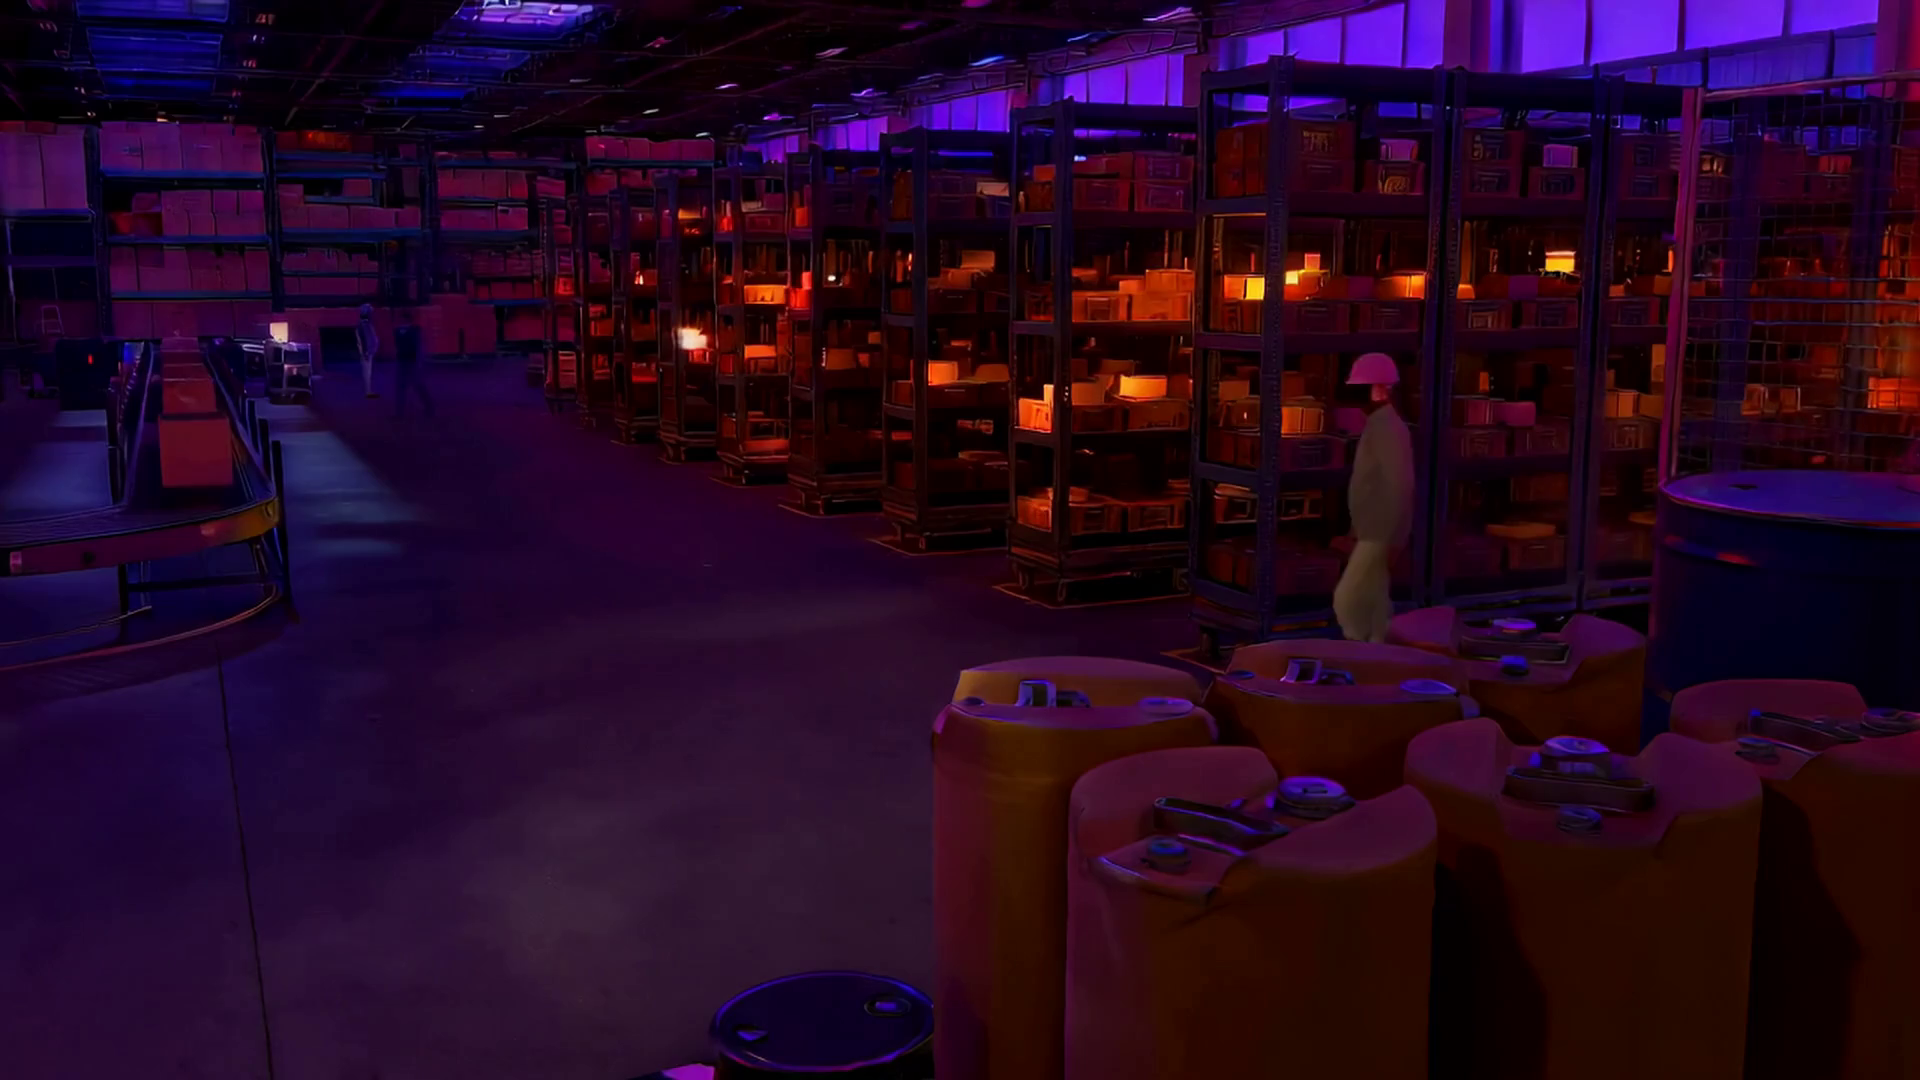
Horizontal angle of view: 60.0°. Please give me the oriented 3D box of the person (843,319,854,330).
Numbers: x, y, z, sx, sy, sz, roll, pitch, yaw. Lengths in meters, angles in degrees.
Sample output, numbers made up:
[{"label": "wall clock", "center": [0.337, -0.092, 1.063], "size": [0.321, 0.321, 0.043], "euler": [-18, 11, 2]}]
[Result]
[{"label": "person", "center": [-2.703, -4.636, 37.867], "size": [0.645, 1.907, 0.400], "euler": [-7, 12, -38]}]

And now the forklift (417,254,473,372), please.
[{"label": "forklift", "center": [-12.623, -5.519, 40.331], "size": [1.129, 2.768, 1.873], "euler": [-4, 10, -25]}]

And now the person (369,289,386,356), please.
[{"label": "person", "center": [-16.751, -6.221, 47.698], "size": [0.409, 1.909, 0.642], "euler": [4, 10, 21]}]

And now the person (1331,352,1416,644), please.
[{"label": "person", "center": [2.222, -0.037, 9.106], "size": [0.525, 1.973, 0.651], "euler": [1, 9, 5]}]

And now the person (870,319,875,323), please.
[{"label": "person", "center": [-2.416, -6.453, 49.789], "size": [0.579, 1.694, 0.850], "euler": [1, 9, 8]}]

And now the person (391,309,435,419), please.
[{"label": "person", "center": [-9.099, -2.916, 27.536], "size": [0.591, 1.806, 0.866], "euler": [3, 10, 20]}]

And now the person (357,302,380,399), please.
[{"label": "person", "center": [-11.283, -3.609, 31.717], "size": [0.403, 1.833, 0.591], "euler": [-3, 10, -16]}]

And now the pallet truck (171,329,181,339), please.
[{"label": "pallet truck", "center": [-17.275, -3.851, 35.096], "size": [1.601, 1.201, 0.680], "euler": [0, 9, 1]}]

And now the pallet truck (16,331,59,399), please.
[{"label": "pallet truck", "center": [-17.082, -3.353, 31.781], "size": [1.630, 1.274, 0.653], "euler": [-4, 10, -25]}]
